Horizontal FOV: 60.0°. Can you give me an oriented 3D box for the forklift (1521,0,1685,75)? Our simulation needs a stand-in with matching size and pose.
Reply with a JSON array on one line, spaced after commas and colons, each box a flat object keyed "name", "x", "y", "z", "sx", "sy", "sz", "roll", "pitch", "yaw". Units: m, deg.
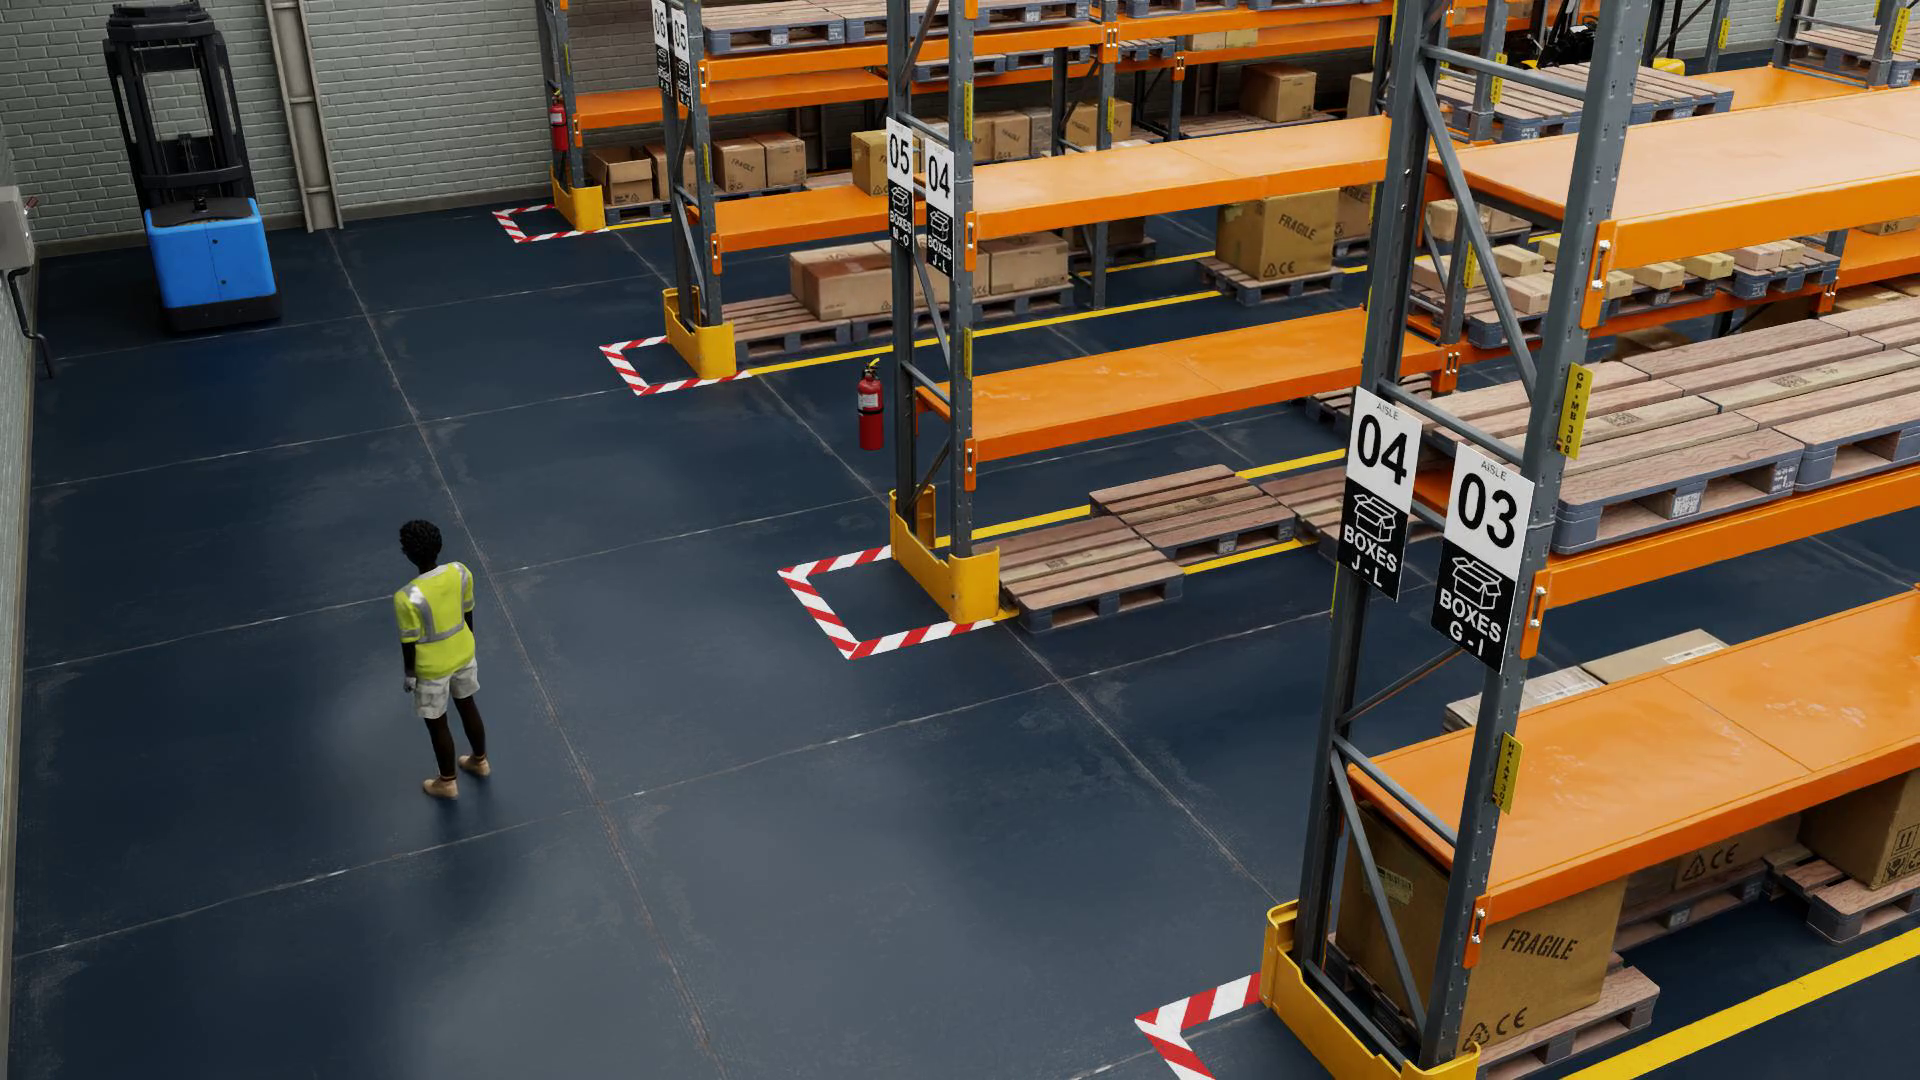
[{"name": "forklift", "x": 8.950, "y": -6.807, "z": 23.056, "sx": 1.214, "sy": 2.155, "sz": 2.313, "roll": -12, "pitch": 30, "yaw": -22}]

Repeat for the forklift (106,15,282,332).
[{"name": "forklift", "x": -7.548, "y": -3.672, "z": 16.323, "sx": 1.129, "sy": 2.768, "sz": 1.873, "roll": -12, "pitch": 30, "yaw": -22}]

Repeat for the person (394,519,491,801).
[{"name": "person", "x": -2.892, "y": 0.664, "z": 9.289, "sx": 0.319, "sy": 1.687, "sz": 0.537, "roll": 14, "pitch": 31, "yaw": 25}]
